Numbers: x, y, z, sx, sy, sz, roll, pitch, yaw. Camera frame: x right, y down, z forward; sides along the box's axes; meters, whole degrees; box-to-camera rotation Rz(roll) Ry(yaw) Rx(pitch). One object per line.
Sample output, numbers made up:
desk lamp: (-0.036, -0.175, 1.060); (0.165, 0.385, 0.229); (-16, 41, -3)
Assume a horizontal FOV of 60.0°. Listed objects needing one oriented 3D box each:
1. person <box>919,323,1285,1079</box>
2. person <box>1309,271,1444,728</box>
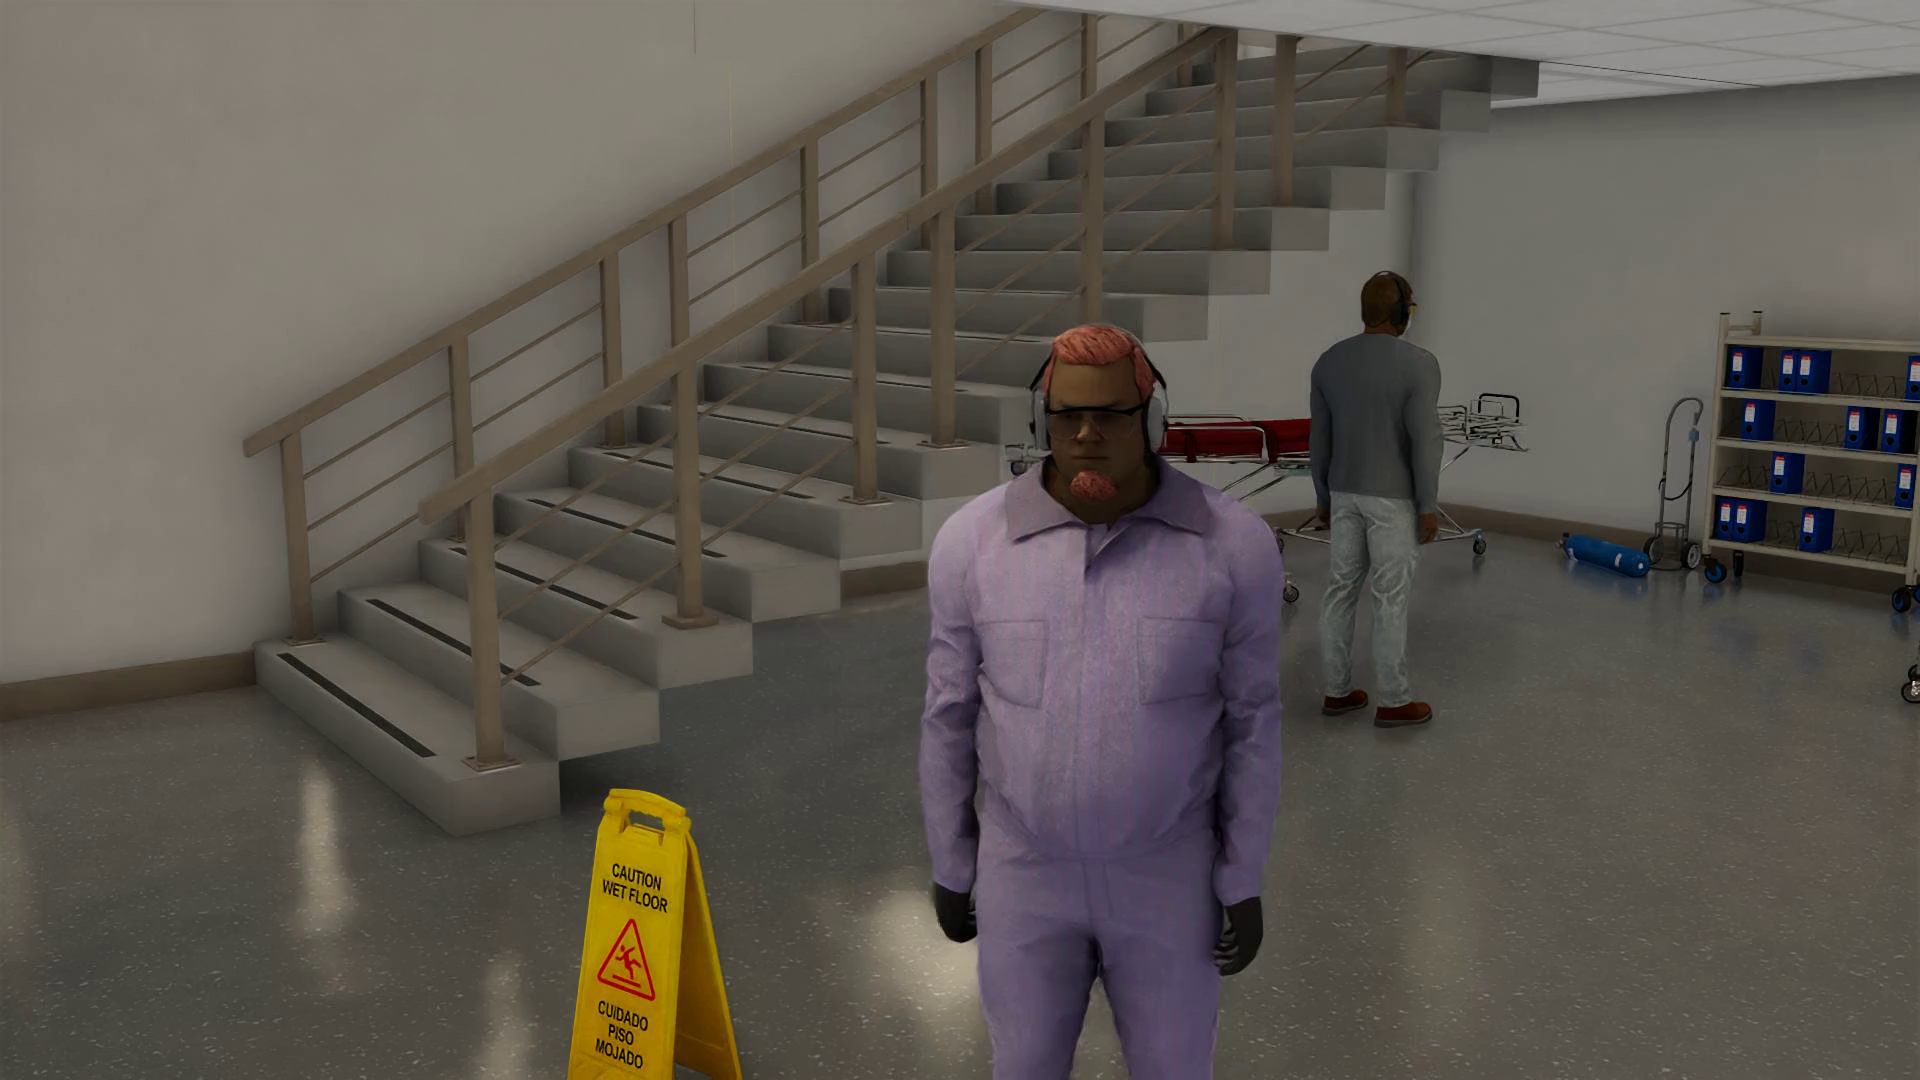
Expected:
person: (0.240, 0.572, 2.967); (0.644, 1.904, 0.401); (1, 10, 8)
person: (1.776, -0.172, 7.126); (0.378, 1.940, 0.628); (-8, 13, -39)
